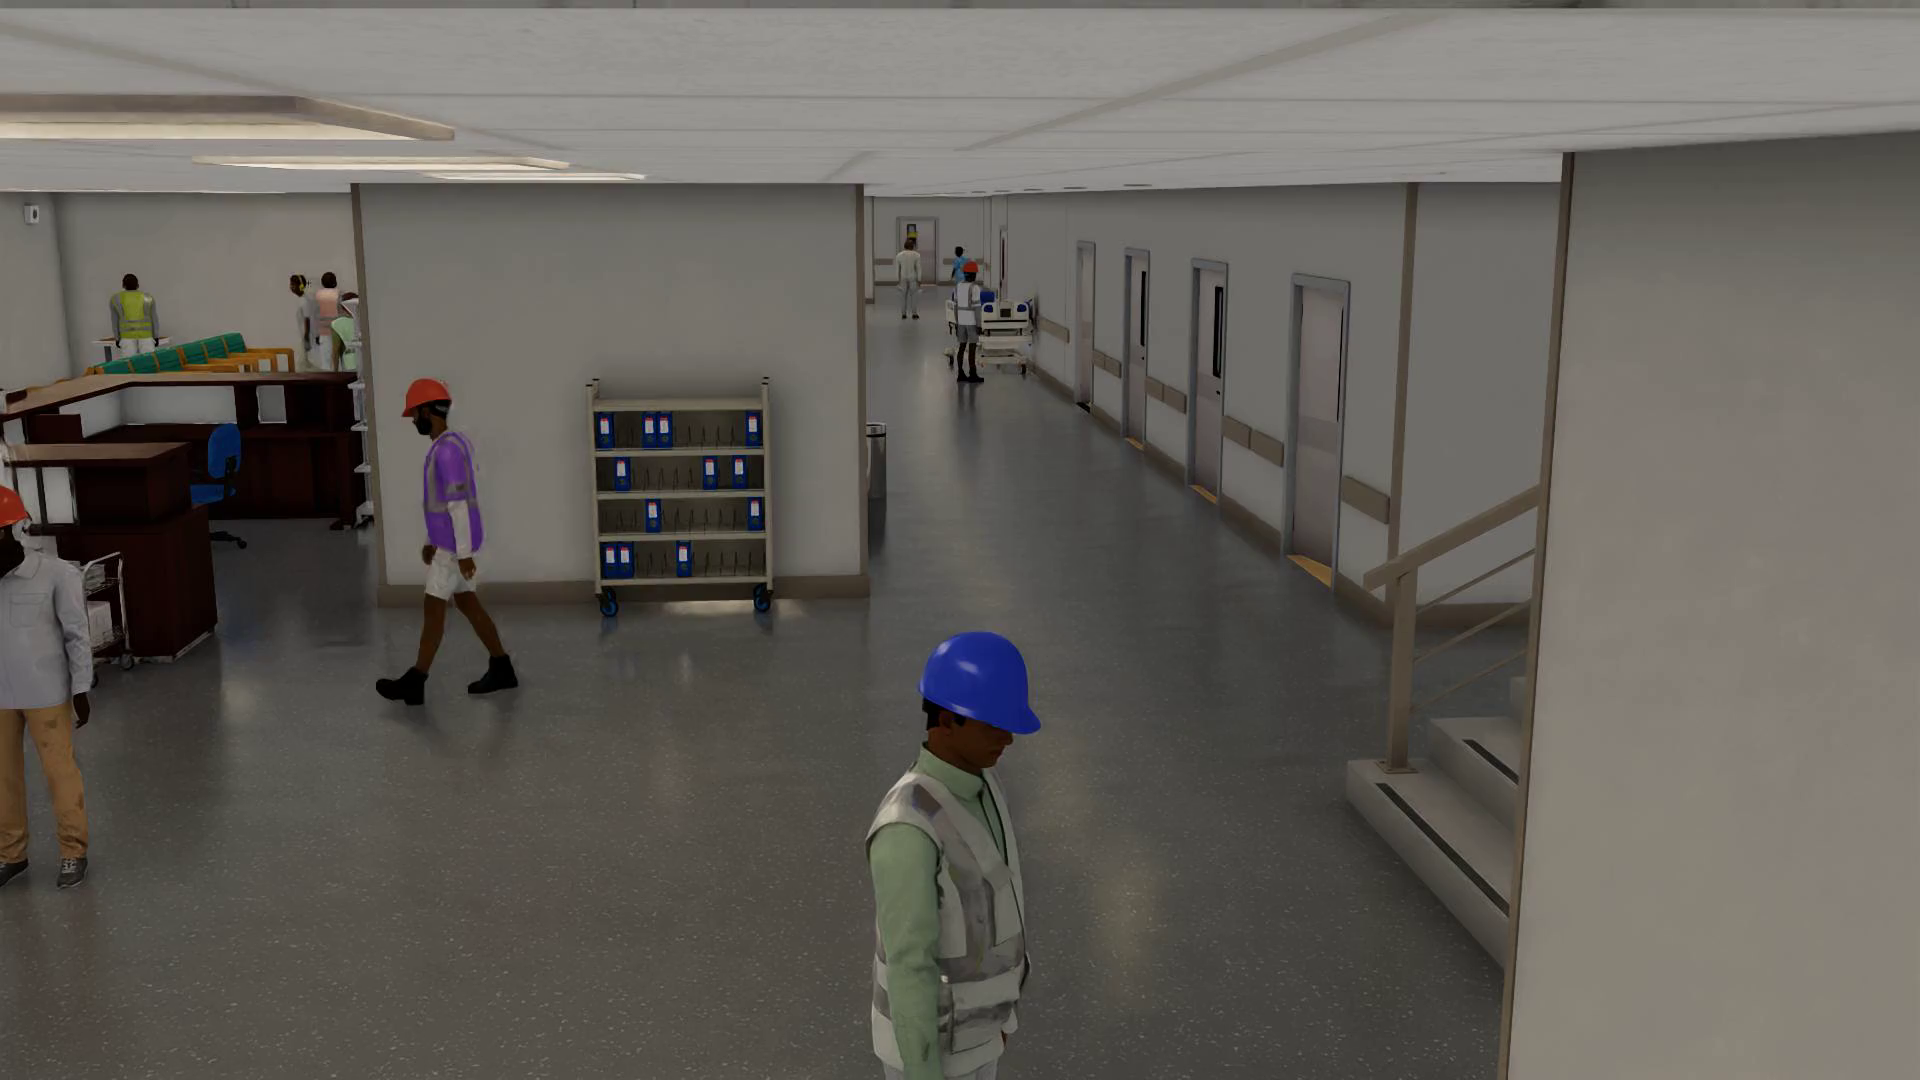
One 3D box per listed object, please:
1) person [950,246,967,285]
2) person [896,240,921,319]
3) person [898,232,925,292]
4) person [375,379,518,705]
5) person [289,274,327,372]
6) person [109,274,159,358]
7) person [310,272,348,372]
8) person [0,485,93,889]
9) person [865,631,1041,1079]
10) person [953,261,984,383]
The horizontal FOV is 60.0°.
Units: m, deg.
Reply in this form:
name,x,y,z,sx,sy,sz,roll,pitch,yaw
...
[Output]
name,x,y,z,sx,sy,sz,roll,pitch,yaw
person,-0.050,-6.970,44.303,0.570,1.674,0.548,6,13,27
person,-1.263,-6.423,40.998,0.635,1.937,0.355,2,12,11
person,-1.562,-8.828,52.858,0.904,1.898,0.588,3,12,13
person,-3.014,0.010,9.709,0.814,1.875,0.620,-3,12,-16
person,-9.539,-2.967,24.349,0.617,1.840,0.543,-4,12,-18
person,-12.099,-2.984,24.432,0.627,1.845,0.429,-5,13,-25
person,-9.404,-3.096,24.979,0.627,1.845,0.429,-1,12,-6
person,-3.966,0.626,7.006,0.573,1.748,0.342,-1,12,-6
person,-0.012,1.157,3.963,0.402,1.937,0.604,3,12,15
person,0.155,-3.500,26.719,0.553,1.935,0.362,11,16,43
